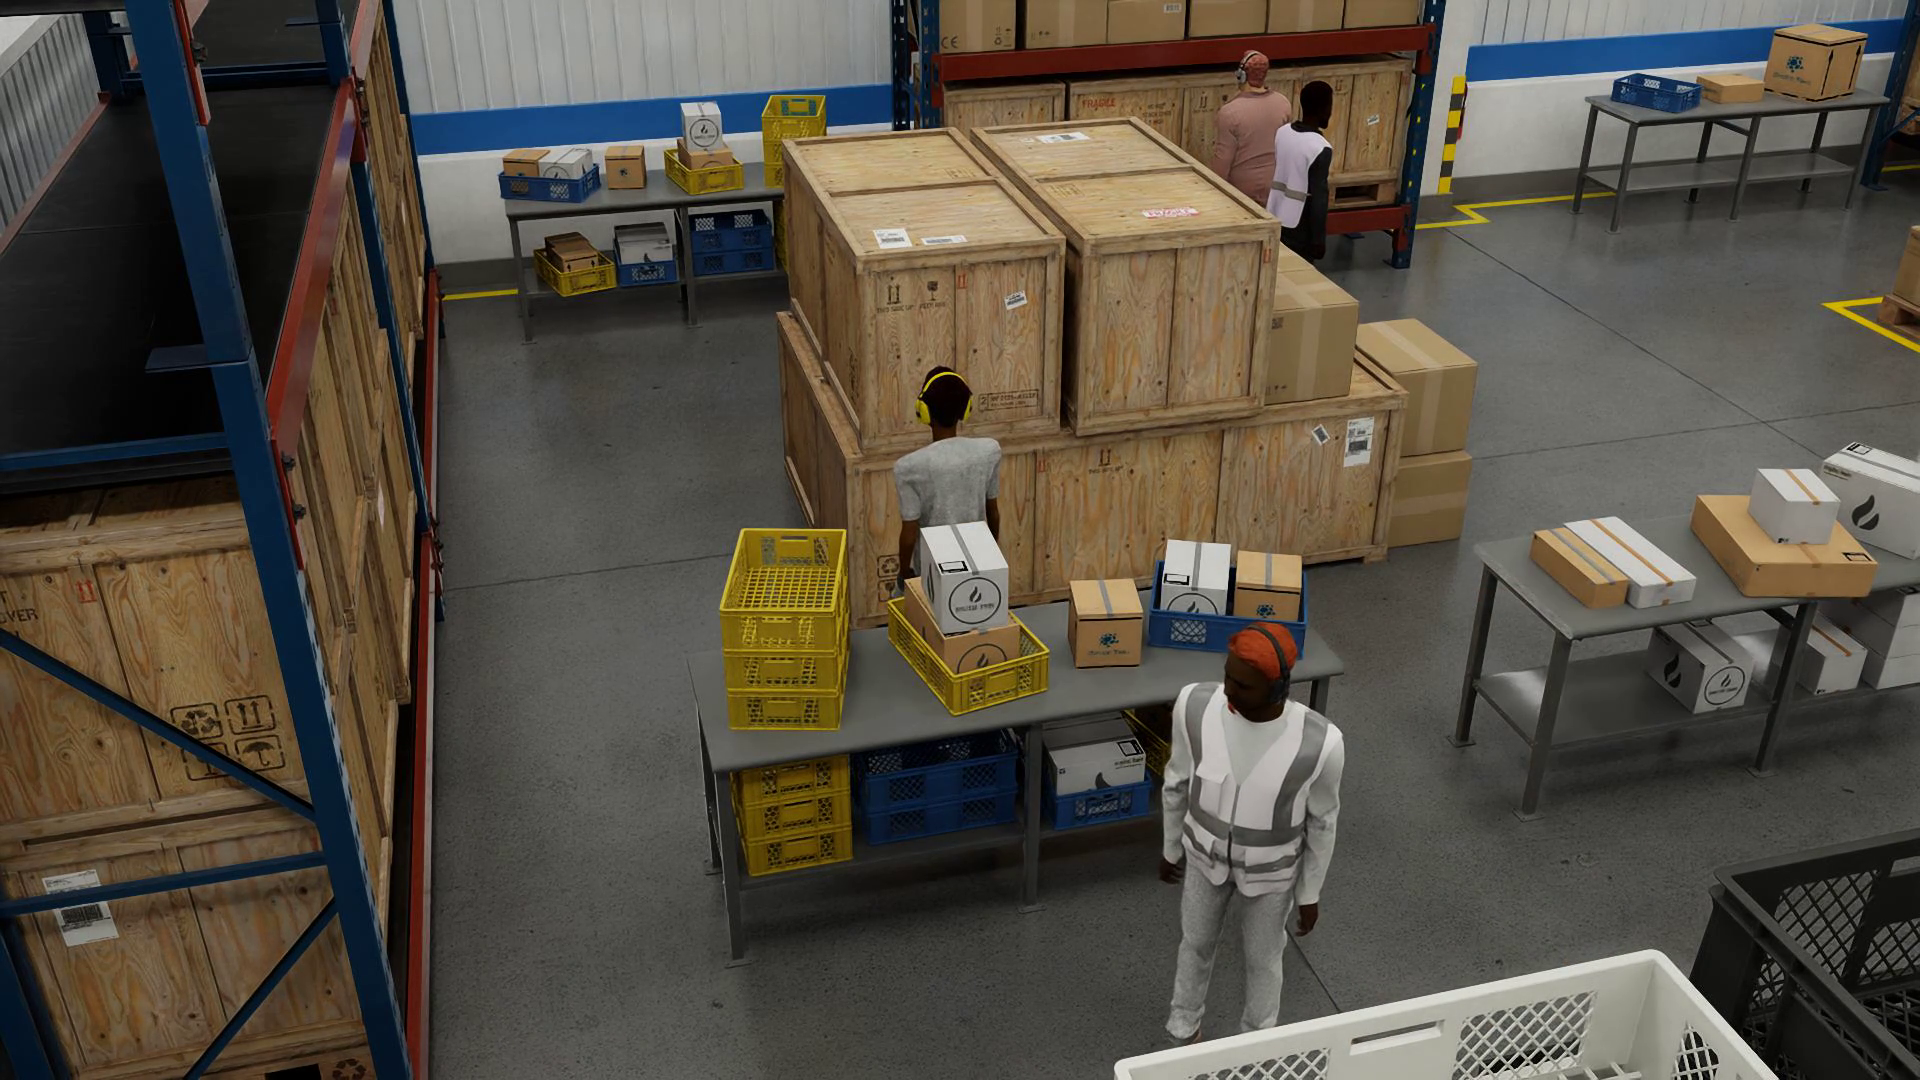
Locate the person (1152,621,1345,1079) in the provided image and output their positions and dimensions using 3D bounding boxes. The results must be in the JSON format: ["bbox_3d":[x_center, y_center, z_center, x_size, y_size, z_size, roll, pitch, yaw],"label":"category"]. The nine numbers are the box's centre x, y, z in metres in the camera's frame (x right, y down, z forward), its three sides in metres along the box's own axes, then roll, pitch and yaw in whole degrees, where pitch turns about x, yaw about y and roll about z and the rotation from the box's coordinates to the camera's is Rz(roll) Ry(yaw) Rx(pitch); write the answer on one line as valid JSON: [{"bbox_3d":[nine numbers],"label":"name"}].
[{"bbox_3d":[0.927,1.072,5.485,0.574,1.881,0.358,14,32,24],"label":"person"}]

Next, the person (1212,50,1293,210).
[{"bbox_3d":[2.057,-2.583,12.095,0.639,1.909,0.409,-17,33,-28],"label":"person"}]

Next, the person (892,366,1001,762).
[{"bbox_3d":[-0.065,0.135,7.198,0.520,1.873,0.335,-14,32,-23],"label":"person"}]

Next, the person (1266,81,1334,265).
[{"bbox_3d":[2.285,-2.153,11.310,0.383,1.912,0.585,-10,31,-18],"label":"person"}]
